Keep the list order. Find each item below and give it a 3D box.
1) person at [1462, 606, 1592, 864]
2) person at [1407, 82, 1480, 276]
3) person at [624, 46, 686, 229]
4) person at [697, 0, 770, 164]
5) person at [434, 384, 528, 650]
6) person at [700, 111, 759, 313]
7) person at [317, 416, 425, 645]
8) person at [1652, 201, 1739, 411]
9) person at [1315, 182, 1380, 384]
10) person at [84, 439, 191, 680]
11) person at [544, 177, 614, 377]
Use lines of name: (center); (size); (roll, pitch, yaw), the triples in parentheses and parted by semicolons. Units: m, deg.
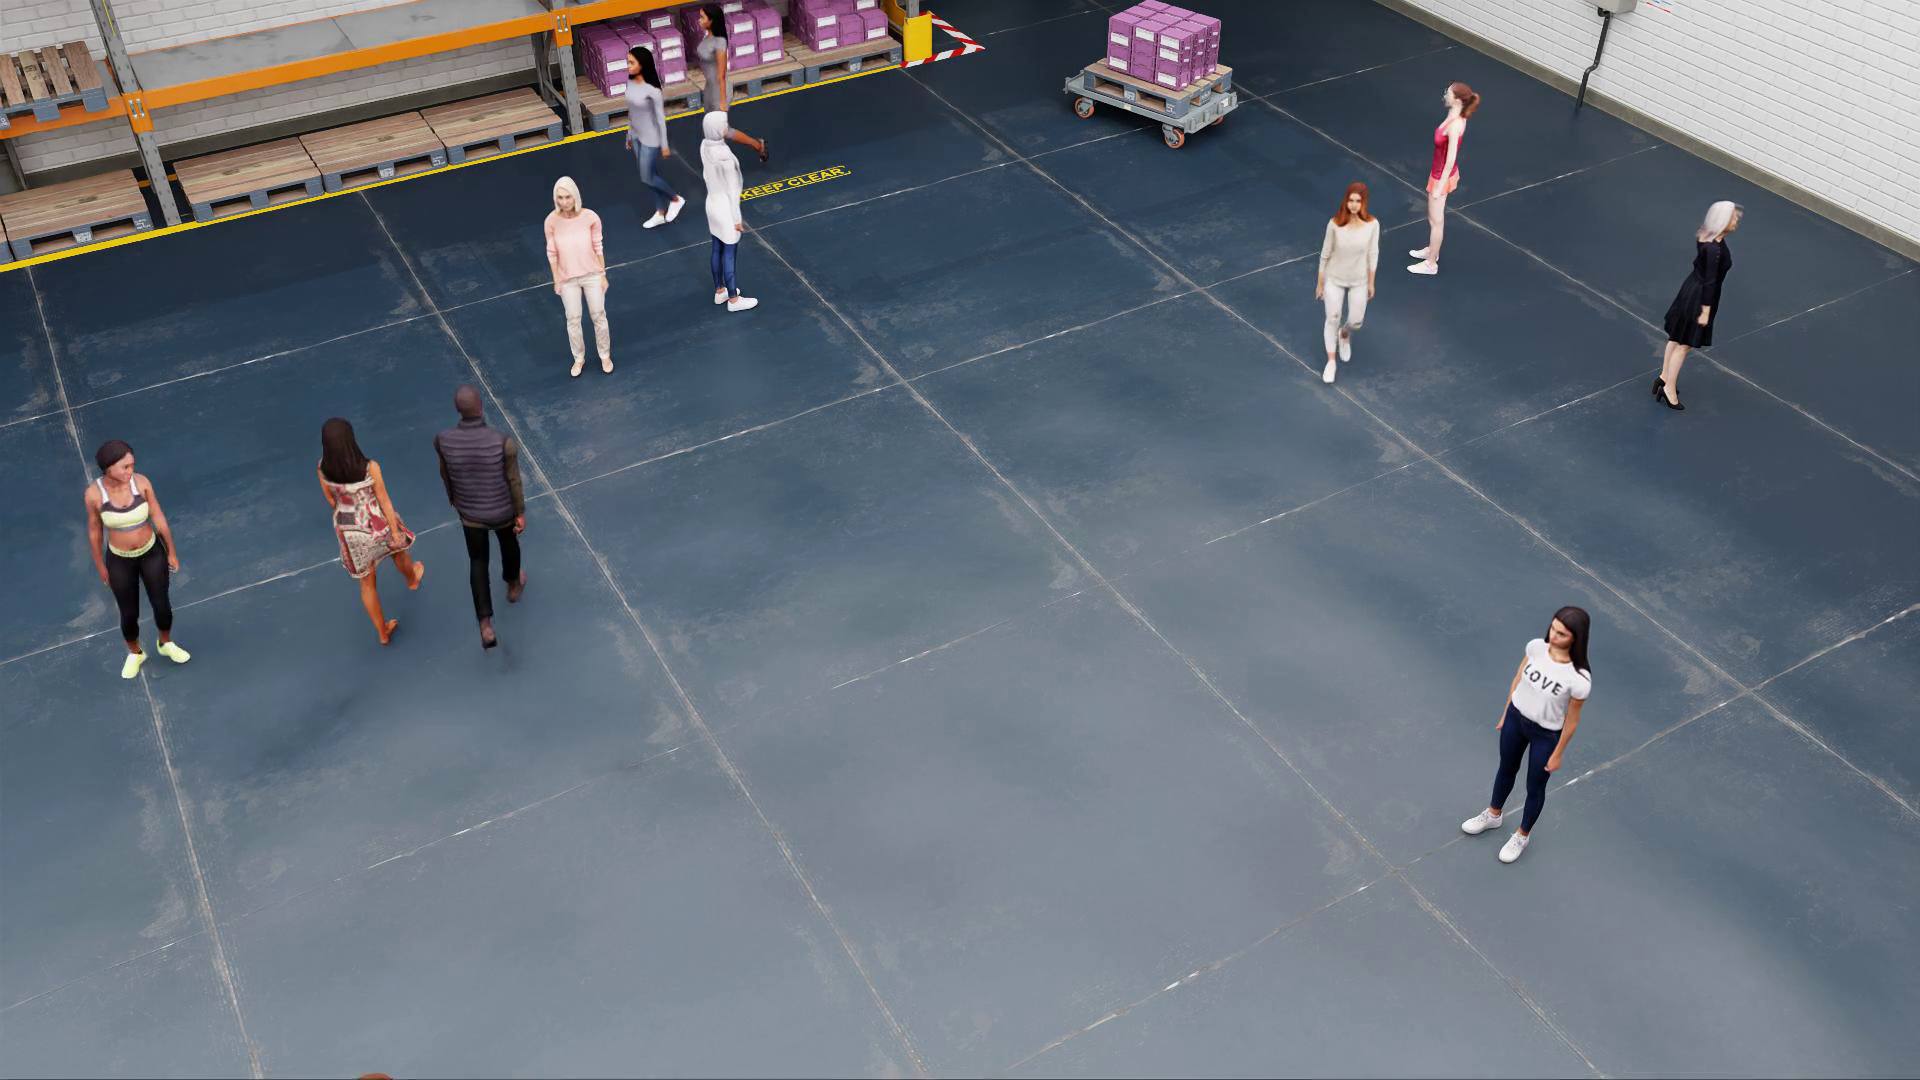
person: (3.205, 1.061, 9.257); (0.530, 1.775, 0.597); (-23, 44, -26)
person: (4.234, -3.183, 14.589); (0.727, 1.753, 0.664); (11, 40, 13)
person: (-2.784, -3.697, 15.256); (0.706, 1.725, 0.664); (-28, 46, -31)
person: (-2.223, -4.263, 15.930); (0.917, 1.768, 0.621); (-16, 41, -19)
person: (-3.065, -0.127, 10.724); (1.221, 1.802, 1.117); (-3, 39, -3)
person: (-2.008, -2.780, 14.067); (0.558, 1.775, 0.624); (-24, 45, -27)
person: (-3.868, -0.015, 10.735); (1.040, 1.612, 0.970); (-2, 39, -3)
person: (5.720, -1.834, 12.905); (0.748, 1.747, 0.696); (7, 39, 9)
person: (3.086, -2.109, 13.283); (0.847, 1.705, 0.897); (5, 39, 7)
person: (-5.217, 0.121, 10.476); (0.462, 1.724, 0.777); (-12, 40, -15)
person: (-3.027, -2.112, 13.271); (0.574, 1.724, 0.727); (-7, 39, -8)
